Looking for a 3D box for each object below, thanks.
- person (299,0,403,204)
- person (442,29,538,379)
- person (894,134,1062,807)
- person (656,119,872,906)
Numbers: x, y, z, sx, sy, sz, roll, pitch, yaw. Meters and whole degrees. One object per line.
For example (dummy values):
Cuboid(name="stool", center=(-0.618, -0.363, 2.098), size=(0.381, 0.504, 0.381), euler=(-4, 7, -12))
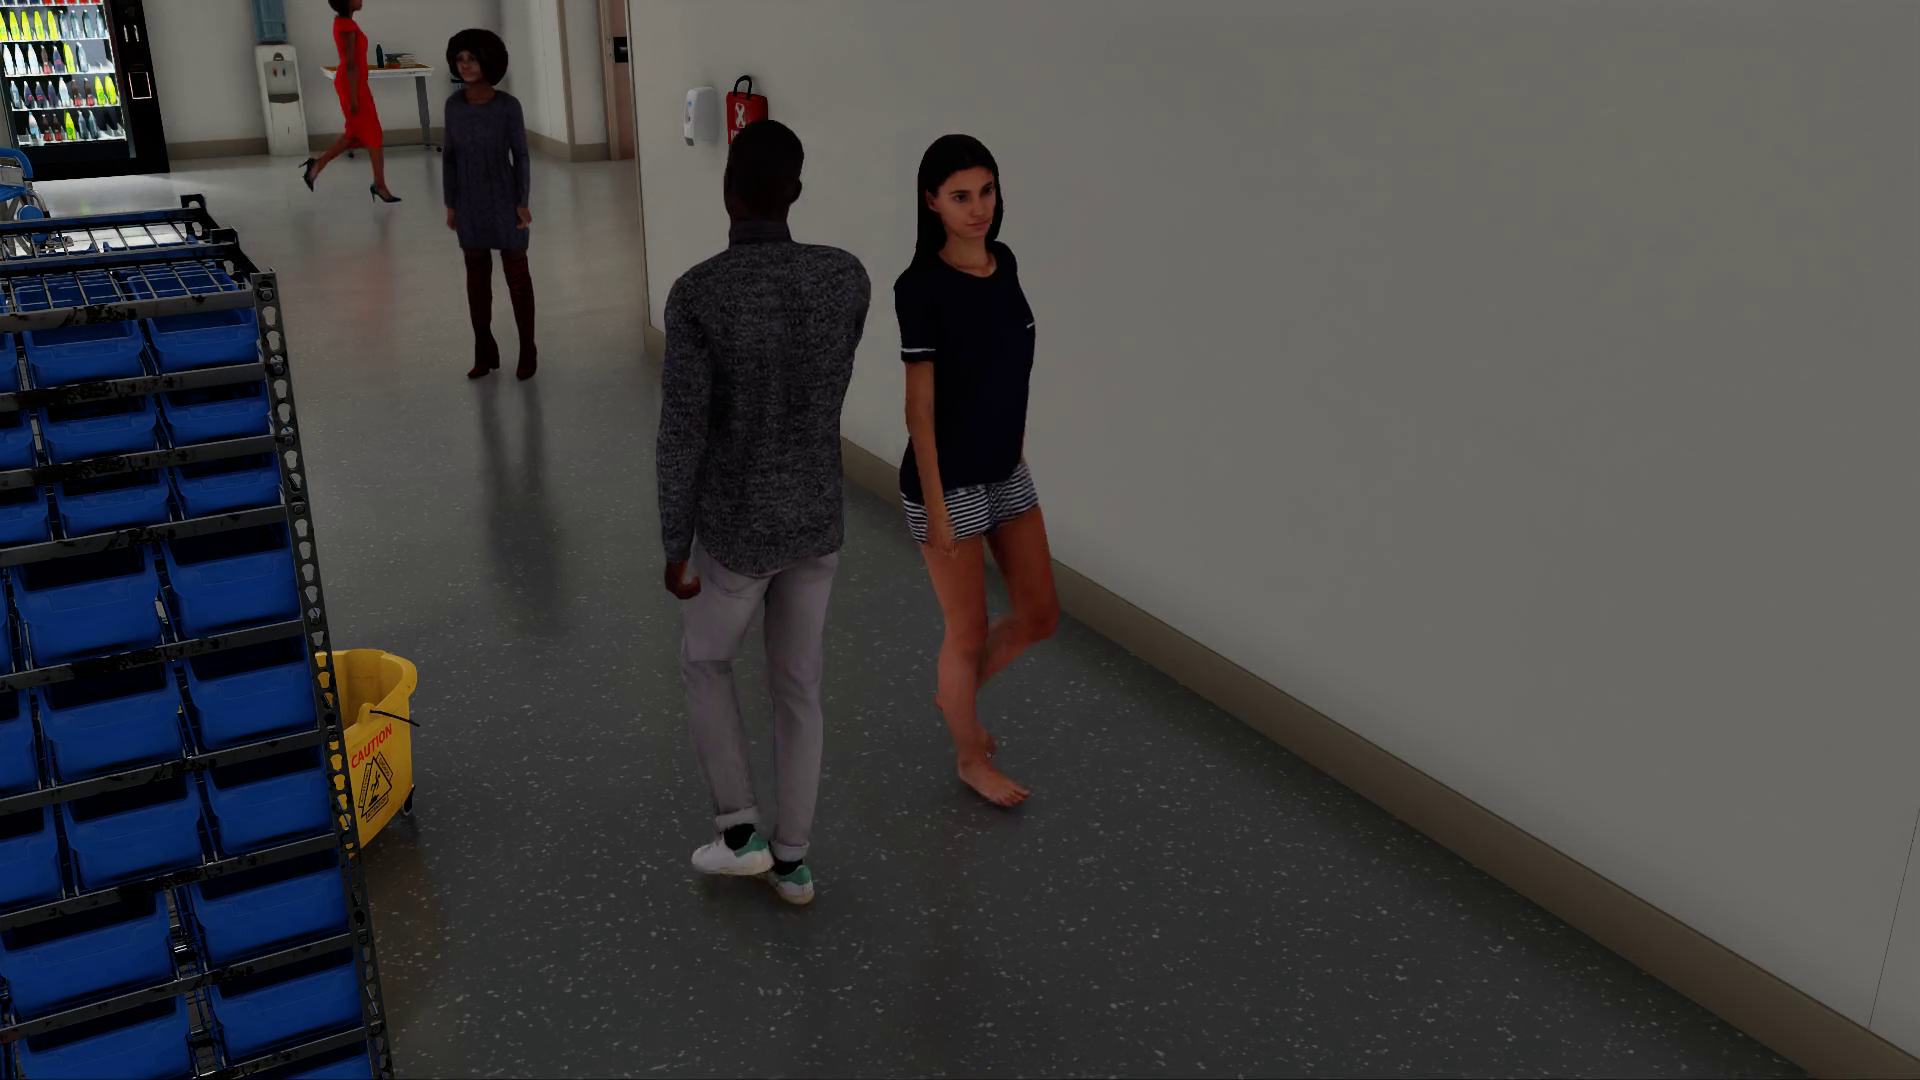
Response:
Cuboid(name="person", center=(-4.881, -3.511, 13.167), size=(0.959, 1.721, 0.573), euler=(-10, 23, -25))
Cuboid(name="person", center=(-2.340, -1.661, 8.299), size=(0.642, 1.710, 0.727), euler=(3, 21, 8))
Cuboid(name="person", center=(-0.040, -0.146, 4.247), size=(0.736, 1.746, 0.658), euler=(18, 27, 39))
Cuboid(name="person", center=(-0.383, 0.009, 3.738), size=(0.572, 1.818, 0.762), euler=(-15, 26, -35))
